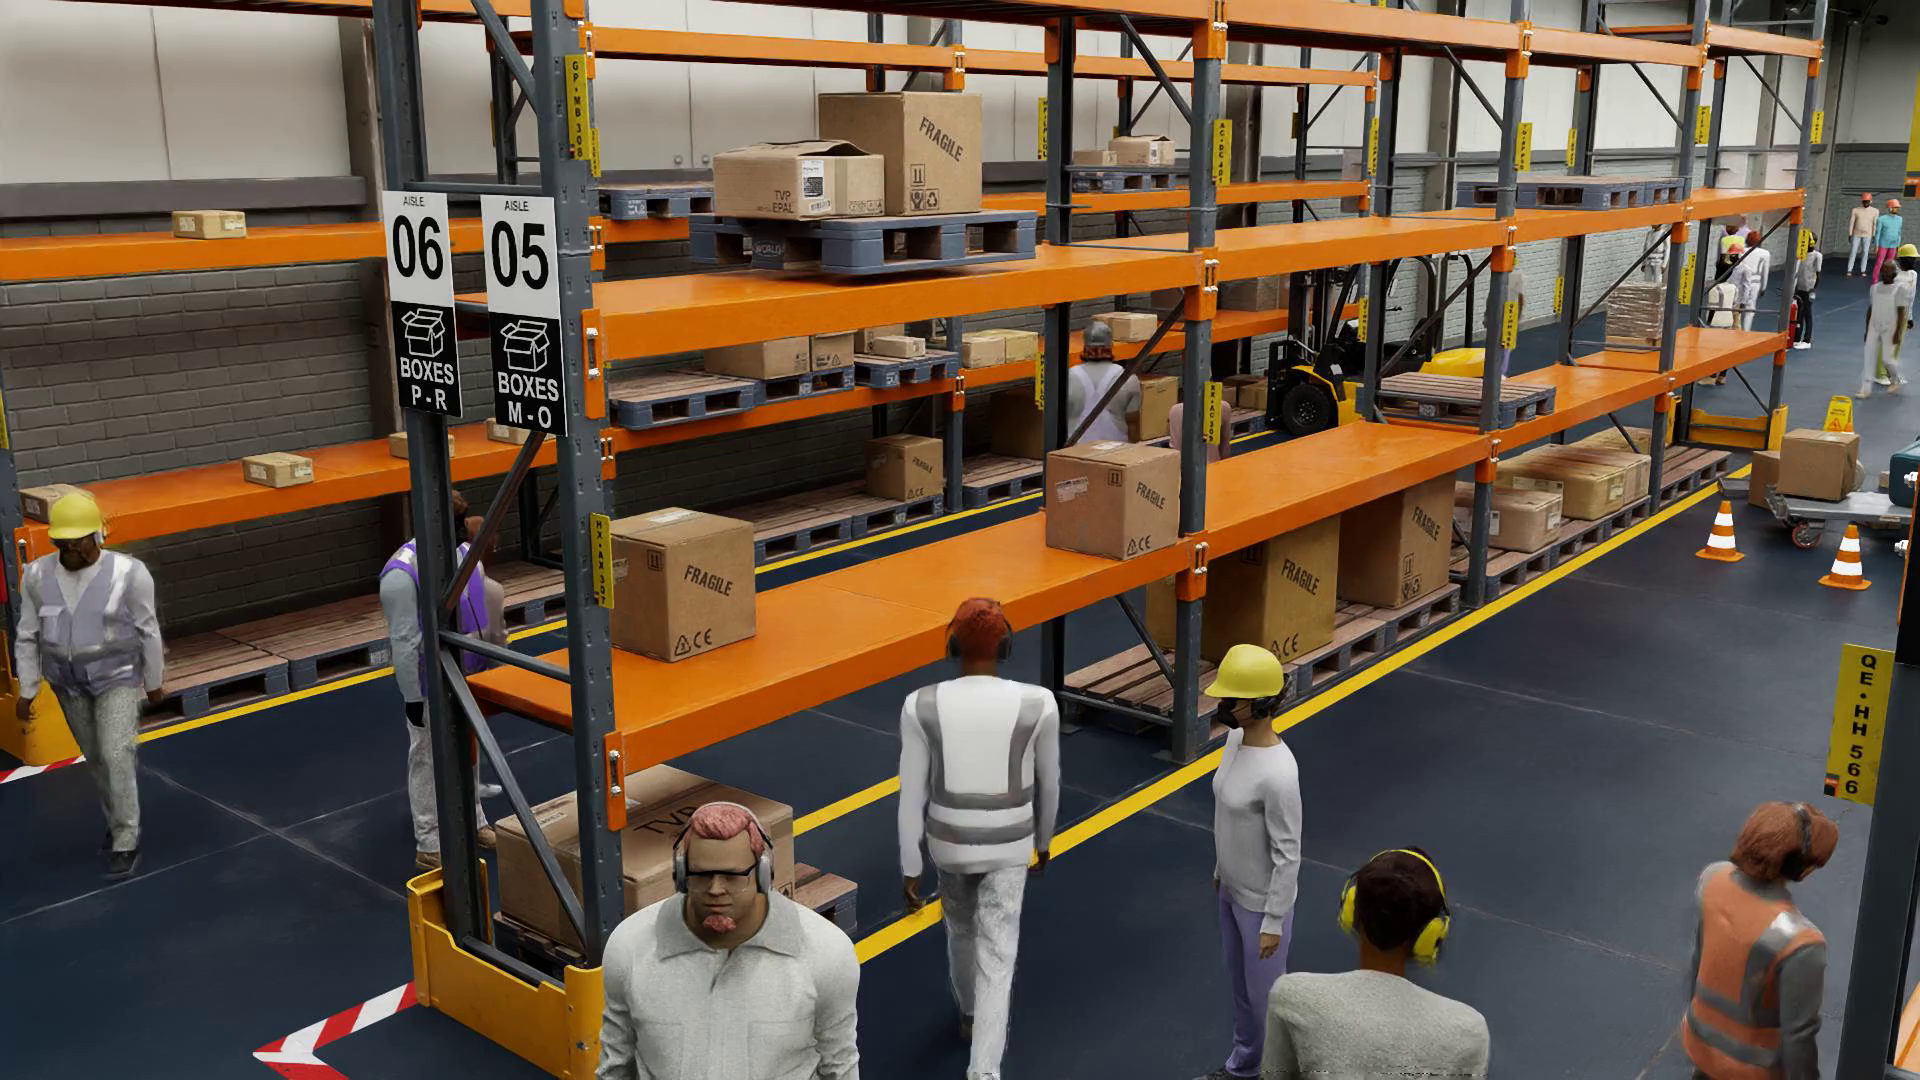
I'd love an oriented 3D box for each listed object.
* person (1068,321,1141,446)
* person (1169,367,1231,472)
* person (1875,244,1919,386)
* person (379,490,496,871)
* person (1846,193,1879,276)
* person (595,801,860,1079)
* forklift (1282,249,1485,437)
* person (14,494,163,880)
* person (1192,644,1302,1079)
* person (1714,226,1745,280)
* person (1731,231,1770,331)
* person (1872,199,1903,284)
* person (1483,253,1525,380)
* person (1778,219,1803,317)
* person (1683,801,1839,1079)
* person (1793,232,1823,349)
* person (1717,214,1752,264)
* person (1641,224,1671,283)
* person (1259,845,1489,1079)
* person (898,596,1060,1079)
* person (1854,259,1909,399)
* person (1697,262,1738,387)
[{"bbox_3d":[1.087,-0.737,13.070,0.695,2.000,0.857,3,14,11],"label":"person"},{"bbox_3d":[1.813,-0.513,12.728,0.526,1.765,0.329,-5,15,-19],"label":"person"},{"bbox_3d":[12.942,-3.102,22.927,0.588,1.930,0.364,-8,16,-28],"label":"person"},{"bbox_3d":[-2.417,0.653,7.845,0.429,1.837,0.625,5,15,20],"label":"person"},{"bbox_3d":[21.845,-7.391,40.256,0.613,1.995,0.391,7,15,26],"label":"person"},{"bbox_3d":[-0.562,1.544,4.061,0.641,1.908,0.408,0,14,-1],"label":"person"},{"bbox_3d":[4.886,-2.214,18.767,2.313,2.155,1.214,11,18,38],"label":"forklift"},{"bbox_3d":[-4.099,0.685,7.777,0.591,1.804,0.746,0,14,0],"label":"person"},{"bbox_3d":[0.980,1.209,5.715,0.326,1.767,0.533,-3,14,-10],"label":"person"},{"bbox_3d":[14.166,-4.950,30.628,0.573,1.842,0.376,-6,15,-23],"label":"person"},{"bbox_3d":[13.004,-4.175,27.463,0.581,1.842,0.924,6,15,23],"label":"person"},{"bbox_3d":[20.322,-6.456,36.442,0.622,1.996,0.371,-2,14,-8],"label":"person"},{"bbox_3d":[7.515,-3.101,23.068,0.547,1.864,0.409,9,16,33],"label":"person"},{"bbox_3d":[15.489,-5.045,30.919,0.398,1.898,0.643,5,15,19],"label":"person"},{"bbox_3d":[2.334,1.500,4.846,0.573,1.607,0.568,-3,14,-10],"label":"person"},{"bbox_3d":[13.595,-4.010,26.762,0.326,1.865,0.519,-2,14,-7],"label":"person"},{"bbox_3d":[15.379,-5.533,32.988,0.638,1.860,0.985,5,15,19],"label":"person"},{"bbox_3d":[13.362,-5.312,32.019,0.339,1.882,0.584,-6,15,-23],"label":"person"},{"bbox_3d":[0.931,1.615,3.911,0.676,1.838,0.472,4,14,17],"label":"person"},{"bbox_3d":[0.066,1.113,5.998,0.559,1.829,1.012,2,14,8],"label":"person"},{"bbox_3d":[12.078,-2.748,21.713,0.670,1.825,0.504,-9,16,-32],"label":"person"},{"bbox_3d":[10.391,-2.950,22.789,0.542,1.695,0.316,-8,16,-31],"label":"person"}]
